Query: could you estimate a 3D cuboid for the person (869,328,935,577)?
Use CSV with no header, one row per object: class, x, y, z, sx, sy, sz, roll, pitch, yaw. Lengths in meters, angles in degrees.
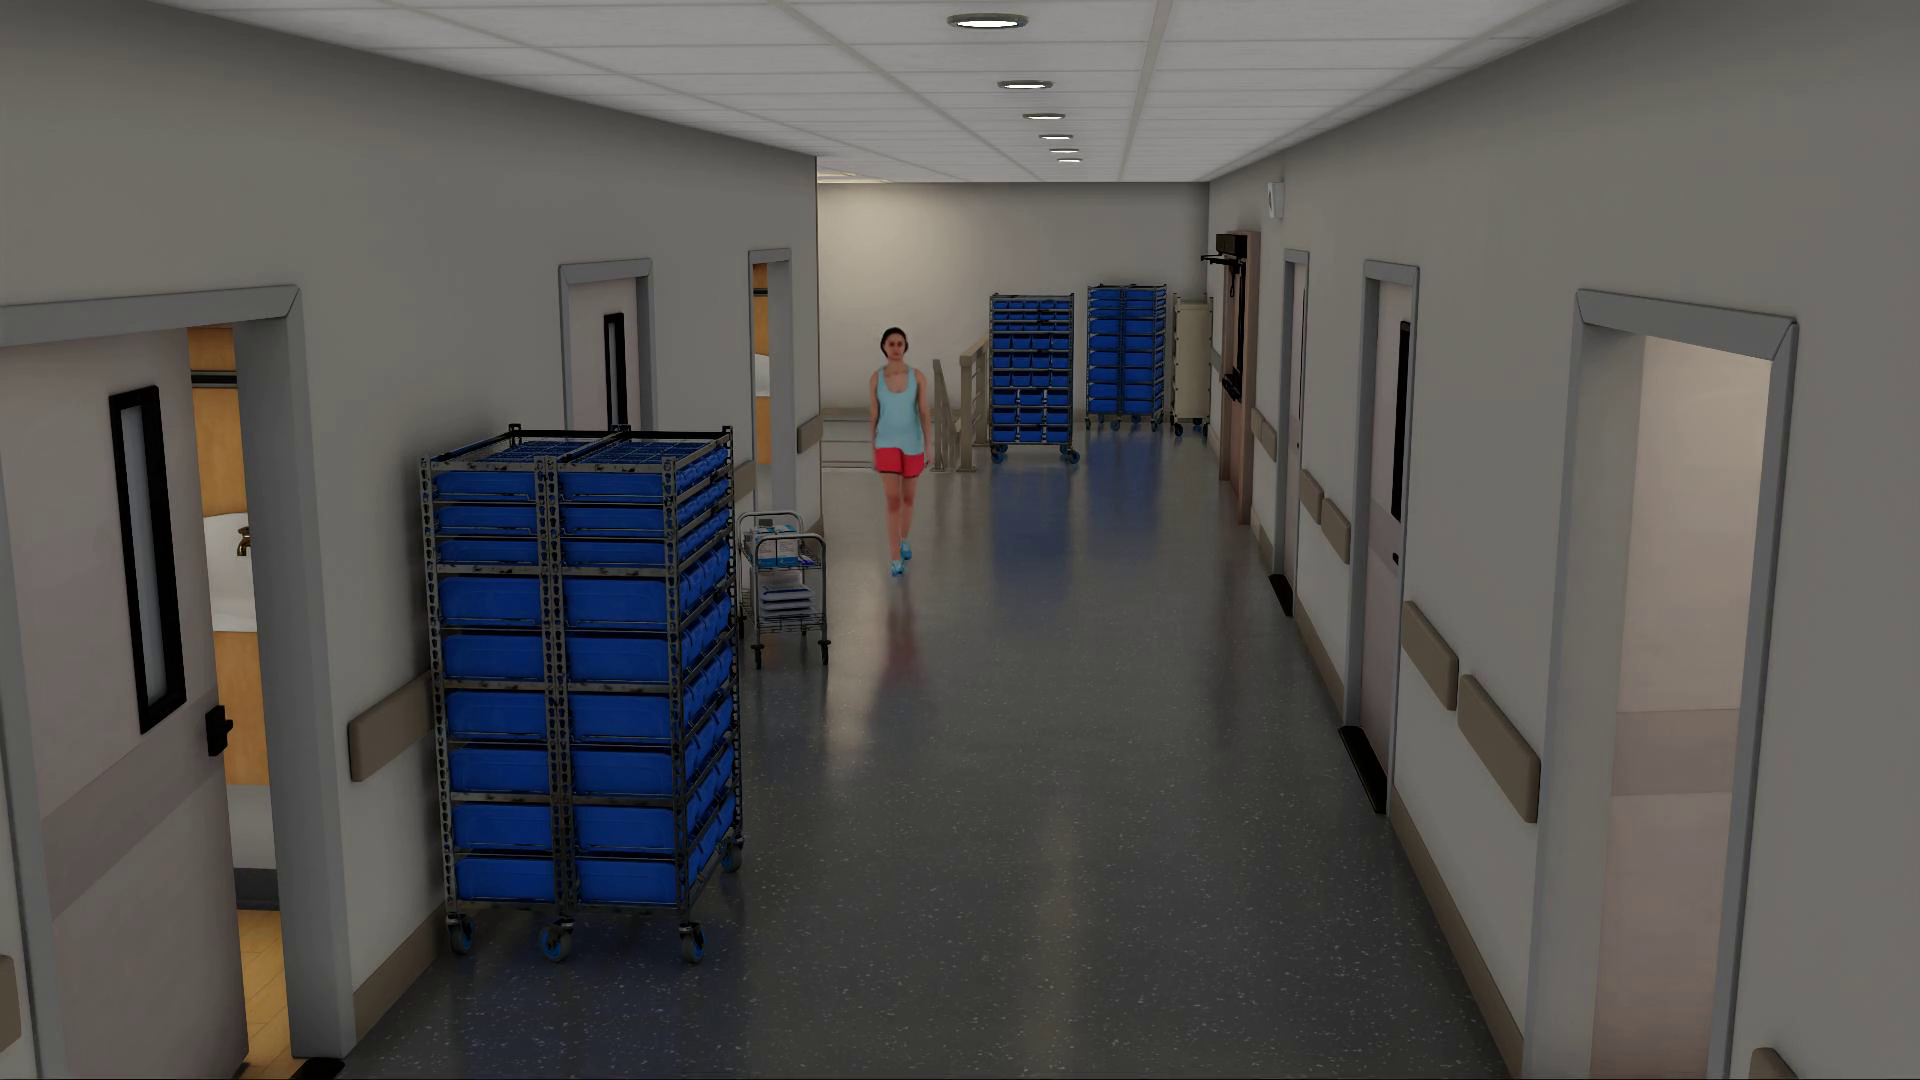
person,-0.424,-0.617,11.879,0.747,1.720,1.260,-1,11,-5
